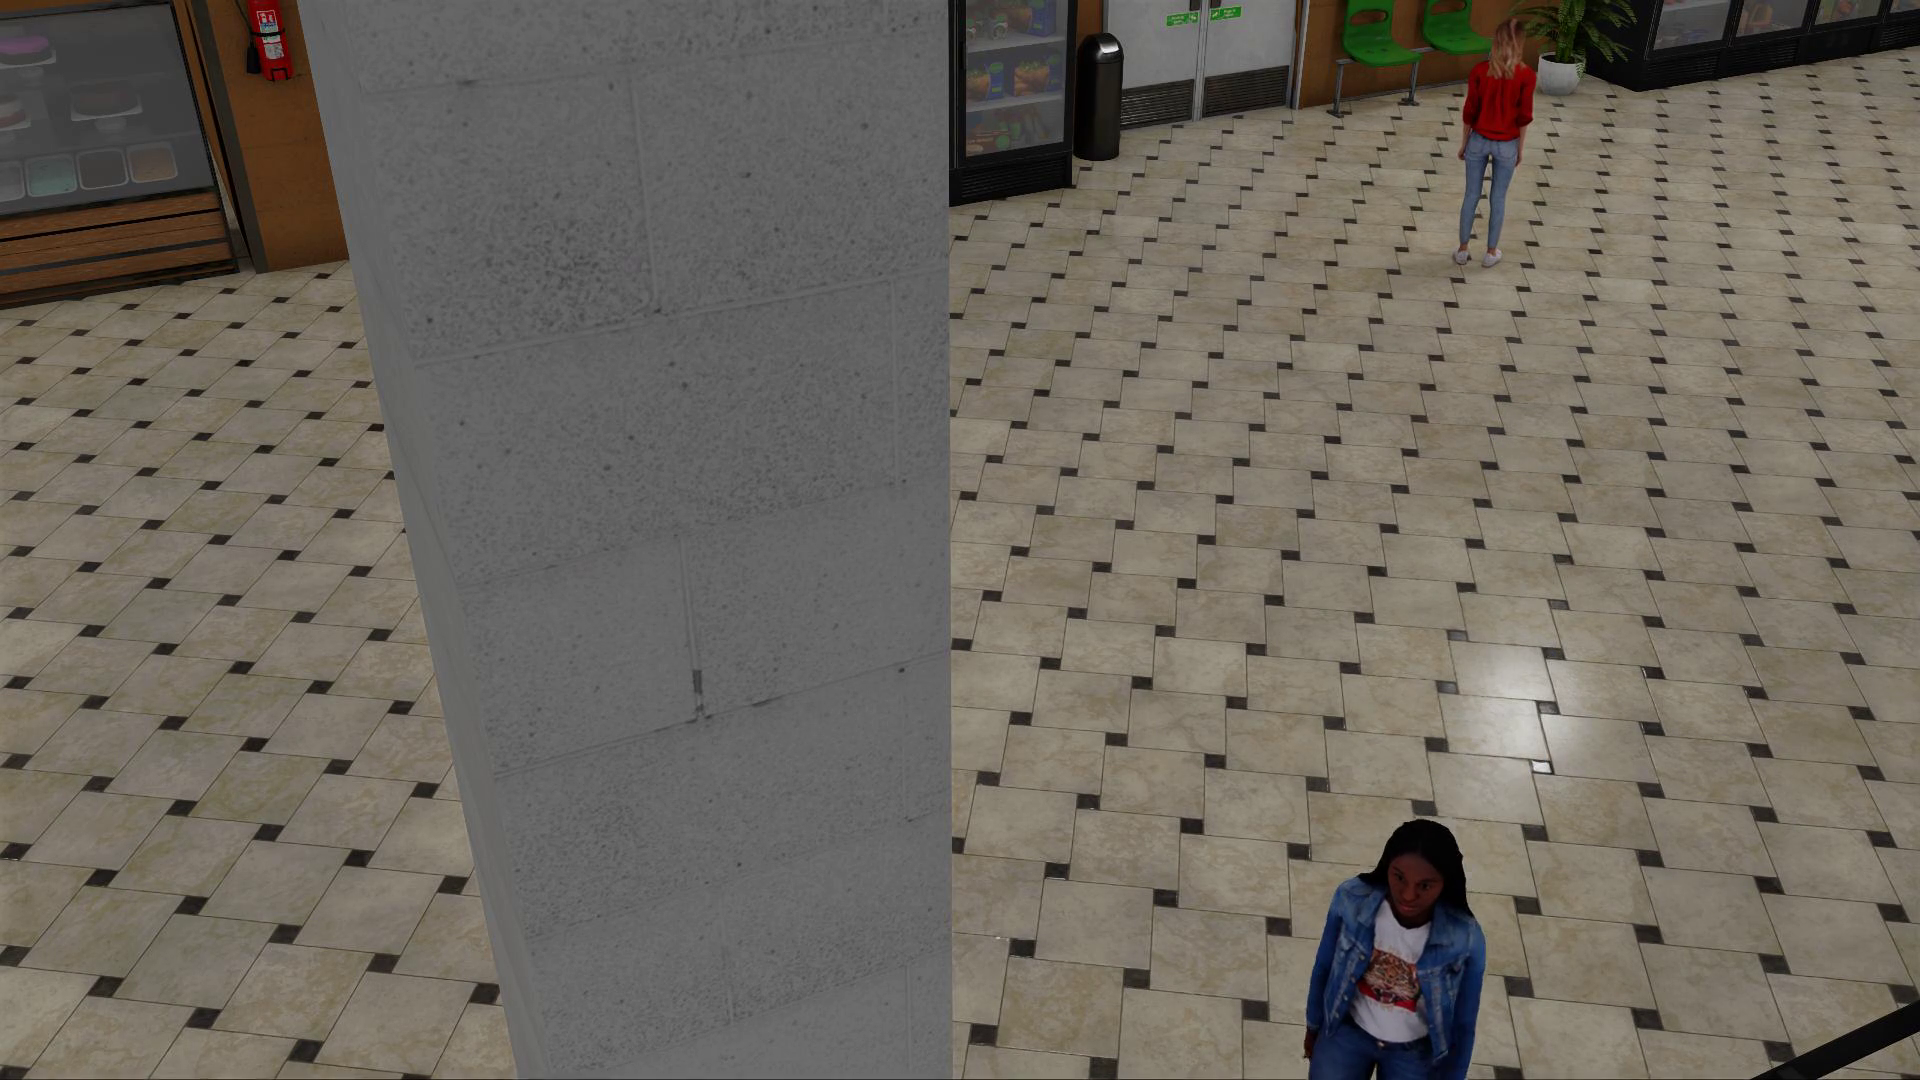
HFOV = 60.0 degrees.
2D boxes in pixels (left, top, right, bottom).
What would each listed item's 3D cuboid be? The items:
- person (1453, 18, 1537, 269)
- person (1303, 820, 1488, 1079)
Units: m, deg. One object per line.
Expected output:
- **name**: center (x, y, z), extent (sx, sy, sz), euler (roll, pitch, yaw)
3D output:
- **person**: center (3.673, -2.725, 11.478), extent (0.669, 1.707, 0.741), euler (12, 34, 19)
- **person**: center (1.244, 1.425, 4.816), extent (0.780, 1.699, 0.843), euler (13, 34, 19)
